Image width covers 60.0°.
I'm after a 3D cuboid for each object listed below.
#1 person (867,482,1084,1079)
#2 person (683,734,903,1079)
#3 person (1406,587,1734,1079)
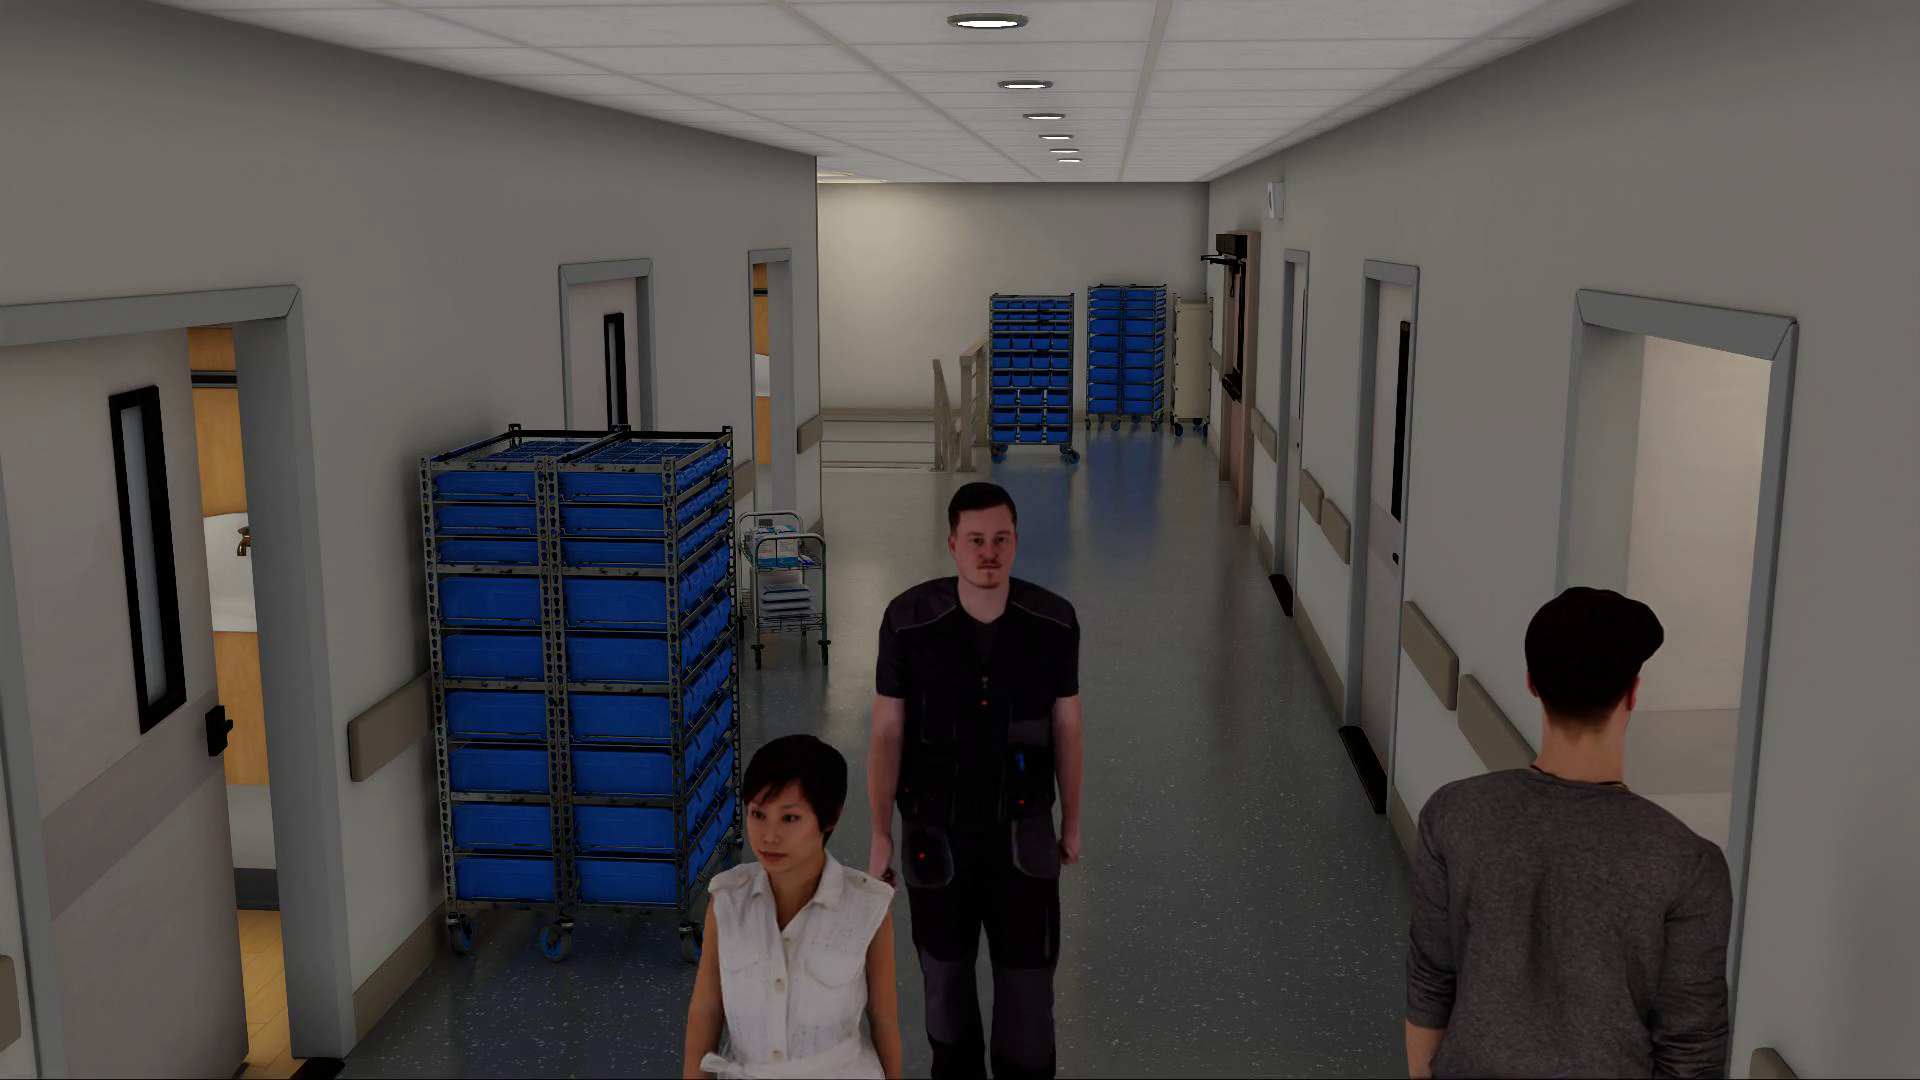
[{"bbox_3d":[0.037,0.745,4.409,0.728,1.829,0.733,0,11,1],"label":"person"},{"bbox_3d":[-0.297,1.120,3.285,0.661,1.511,1.044,3,11,13],"label":"person"},{"bbox_3d":[0.959,1.022,2.760,0.751,1.900,0.737,7,13,31],"label":"person"}]
